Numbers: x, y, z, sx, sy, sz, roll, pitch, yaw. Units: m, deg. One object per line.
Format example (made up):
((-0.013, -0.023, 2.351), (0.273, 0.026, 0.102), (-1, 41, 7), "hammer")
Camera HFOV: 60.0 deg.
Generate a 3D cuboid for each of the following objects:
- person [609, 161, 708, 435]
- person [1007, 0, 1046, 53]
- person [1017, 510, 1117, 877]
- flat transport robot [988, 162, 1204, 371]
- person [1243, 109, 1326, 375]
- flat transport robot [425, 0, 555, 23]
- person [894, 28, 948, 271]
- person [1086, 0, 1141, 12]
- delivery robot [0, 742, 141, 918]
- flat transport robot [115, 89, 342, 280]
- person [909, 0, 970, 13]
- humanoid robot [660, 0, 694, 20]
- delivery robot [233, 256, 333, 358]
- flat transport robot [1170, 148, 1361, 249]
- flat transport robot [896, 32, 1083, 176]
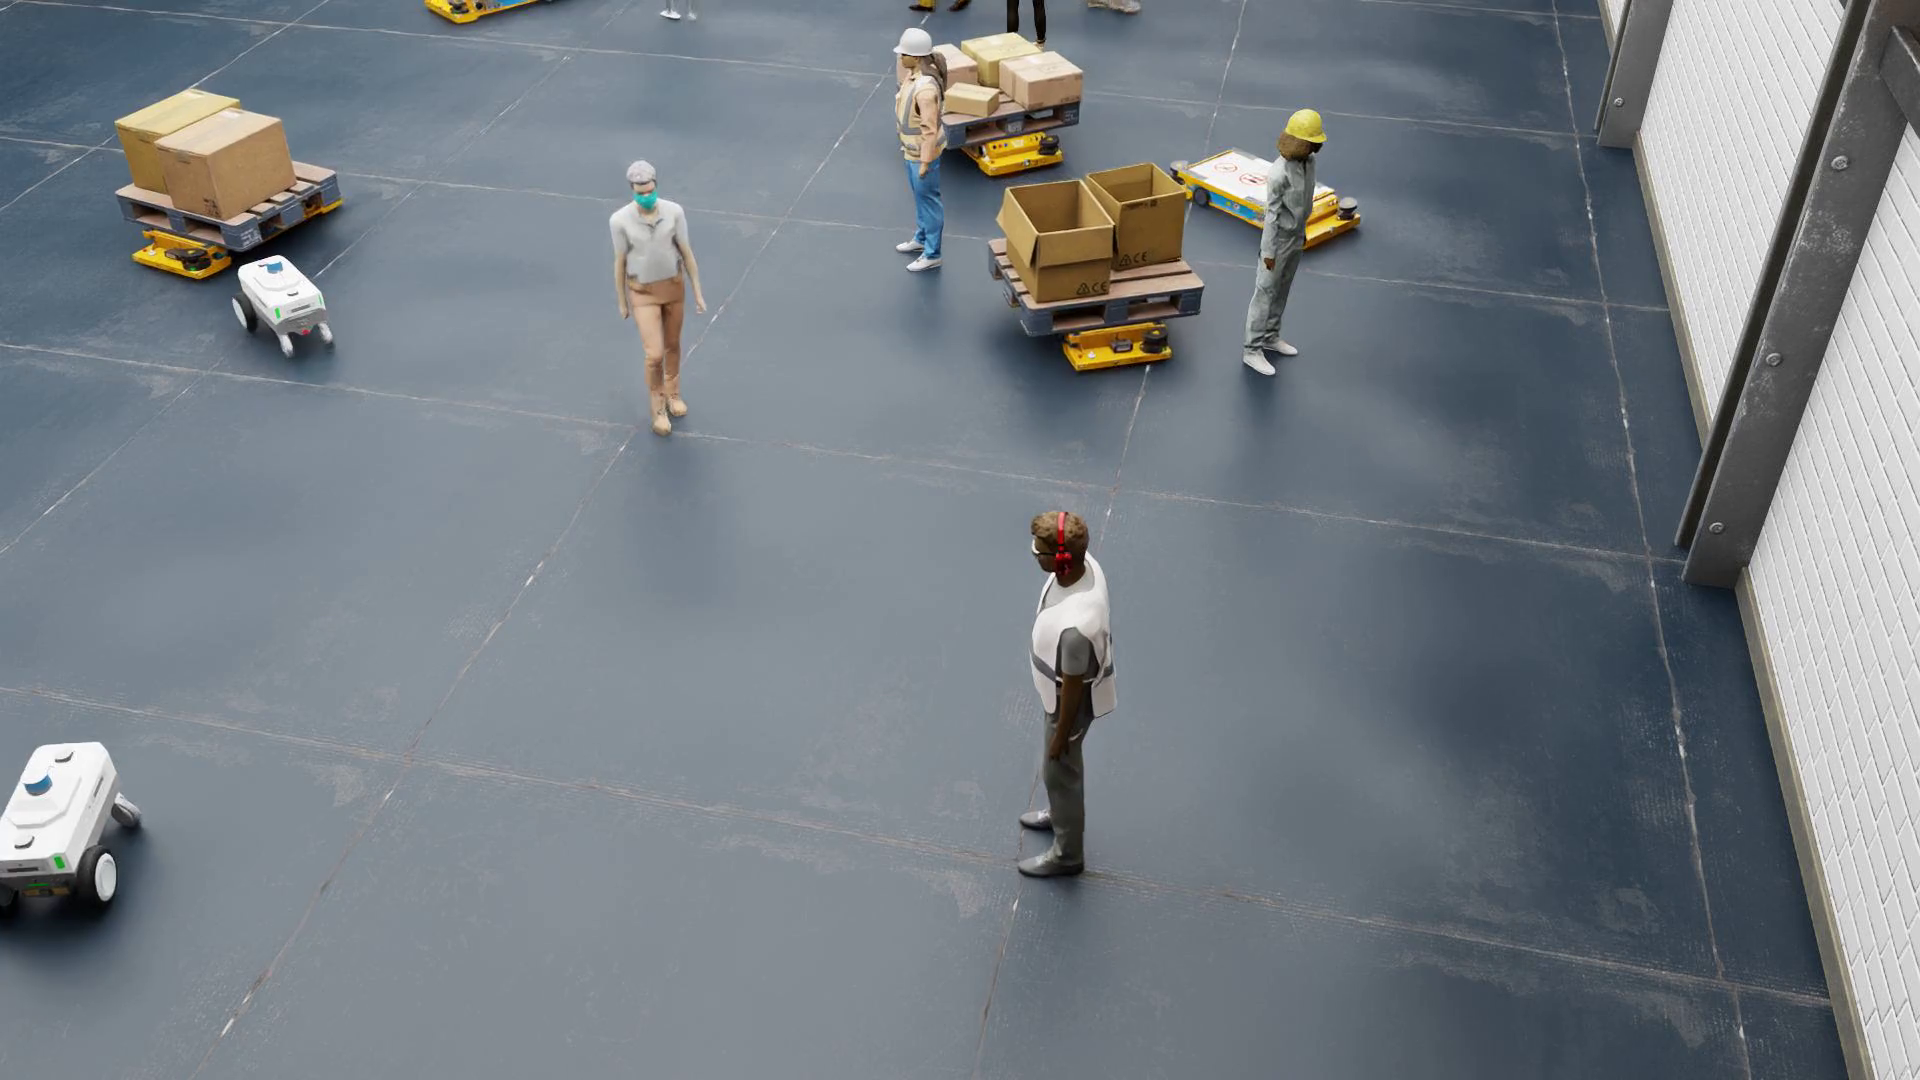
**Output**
((-1.778, -1.447, 9.943), (0.473, 1.722, 0.612), (-17, 40, -22), "person")
((0.584, -5.197, 14.988), (0.531, 1.690, 0.321), (-10, 38, -13), "person")
((0.460, 0.652, 7.045), (0.405, 1.830, 0.569), (1, 37, 1), "person")
((0.887, -1.610, 11.373), (0.659, 0.231, 1.431), (-9, 38, -12), "flat transport robot")
((2.073, -1.891, 10.519), (0.322, 1.740, 0.492), (25, 43, 29), "person")
((-4.517, -5.457, 16.520), (1.431, 0.231, 0.659), (-28, 45, -32), "flat transport robot")
((-0.263, -2.732, 11.655), (0.366, 1.730, 0.487), (-7, 37, -9), "person")
((1.551, -6.016, 15.929), (0.664, 1.862, 0.594), (-1, 37, -2), "person")
((-3.961, 1.270, 7.289), (0.514, 0.606, 0.777), (-4, 37, -5), "delivery robot")
((-5.372, -2.369, 12.389), (0.659, 0.231, 1.431), (17, 40, 21), "flat transport robot")
((-0.169, -5.913, 15.913), (0.605, 1.723, 0.594), (-11, 38, -14), "person")
((-2.791, -5.735, 15.716), (0.540, 1.829, 0.770), (-27, 44, -31), "humanoid robot")
((-4.539, -1.609, 11.146), (0.499, 0.609, 0.805), (-26, 44, -30), "delivery robot")
((2.305, -2.639, 12.750), (0.659, 0.231, 1.431), (-27, 44, -31), "flat transport robot")
((0.224, -3.416, 13.790), (0.659, 0.231, 1.431), (-16, 40, -21), "flat transport robot")
